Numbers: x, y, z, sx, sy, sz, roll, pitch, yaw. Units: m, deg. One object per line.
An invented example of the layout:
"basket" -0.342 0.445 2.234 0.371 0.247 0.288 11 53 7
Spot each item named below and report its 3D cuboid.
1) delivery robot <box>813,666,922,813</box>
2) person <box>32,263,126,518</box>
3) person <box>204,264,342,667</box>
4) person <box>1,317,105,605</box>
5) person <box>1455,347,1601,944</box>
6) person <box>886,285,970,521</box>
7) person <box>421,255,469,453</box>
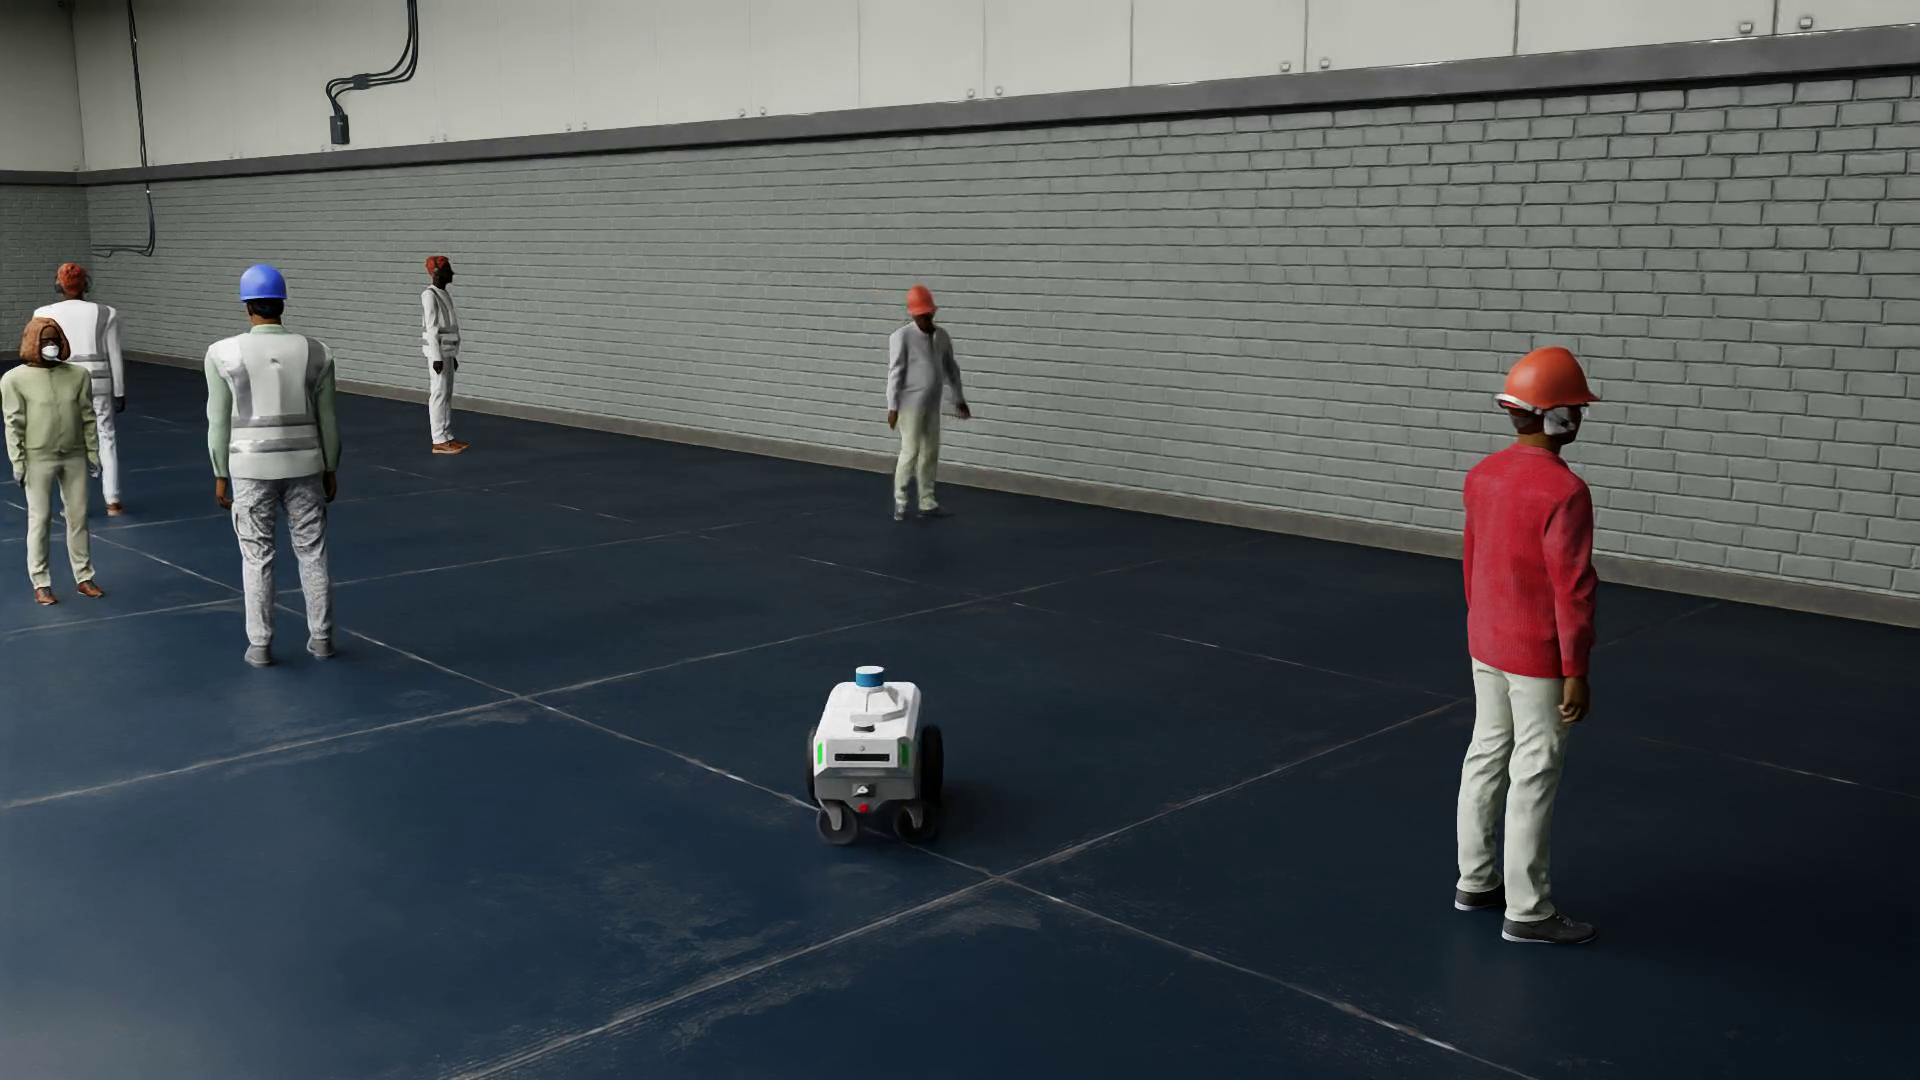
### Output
"delivery robot" -0.318 0.690 5.882 0.477 0.478 0.707 0 10 1
"person" -6.497 -1.103 12.305 0.581 1.877 0.350 -6 12 -28
"person" -3.314 -0.355 8.074 0.601 1.940 0.415 -7 13 -35
"person" -5.133 -0.450 9.434 0.279 1.624 0.494 8 13 36
"person" 1.698 0.309 4.932 0.323 1.755 0.564 -3 11 -15
"person" -0.254 -0.998 12.154 0.419 1.729 0.721 9 13 39
"person" -4.955 -1.775 15.951 0.352 1.884 0.579 -1 10 -3
